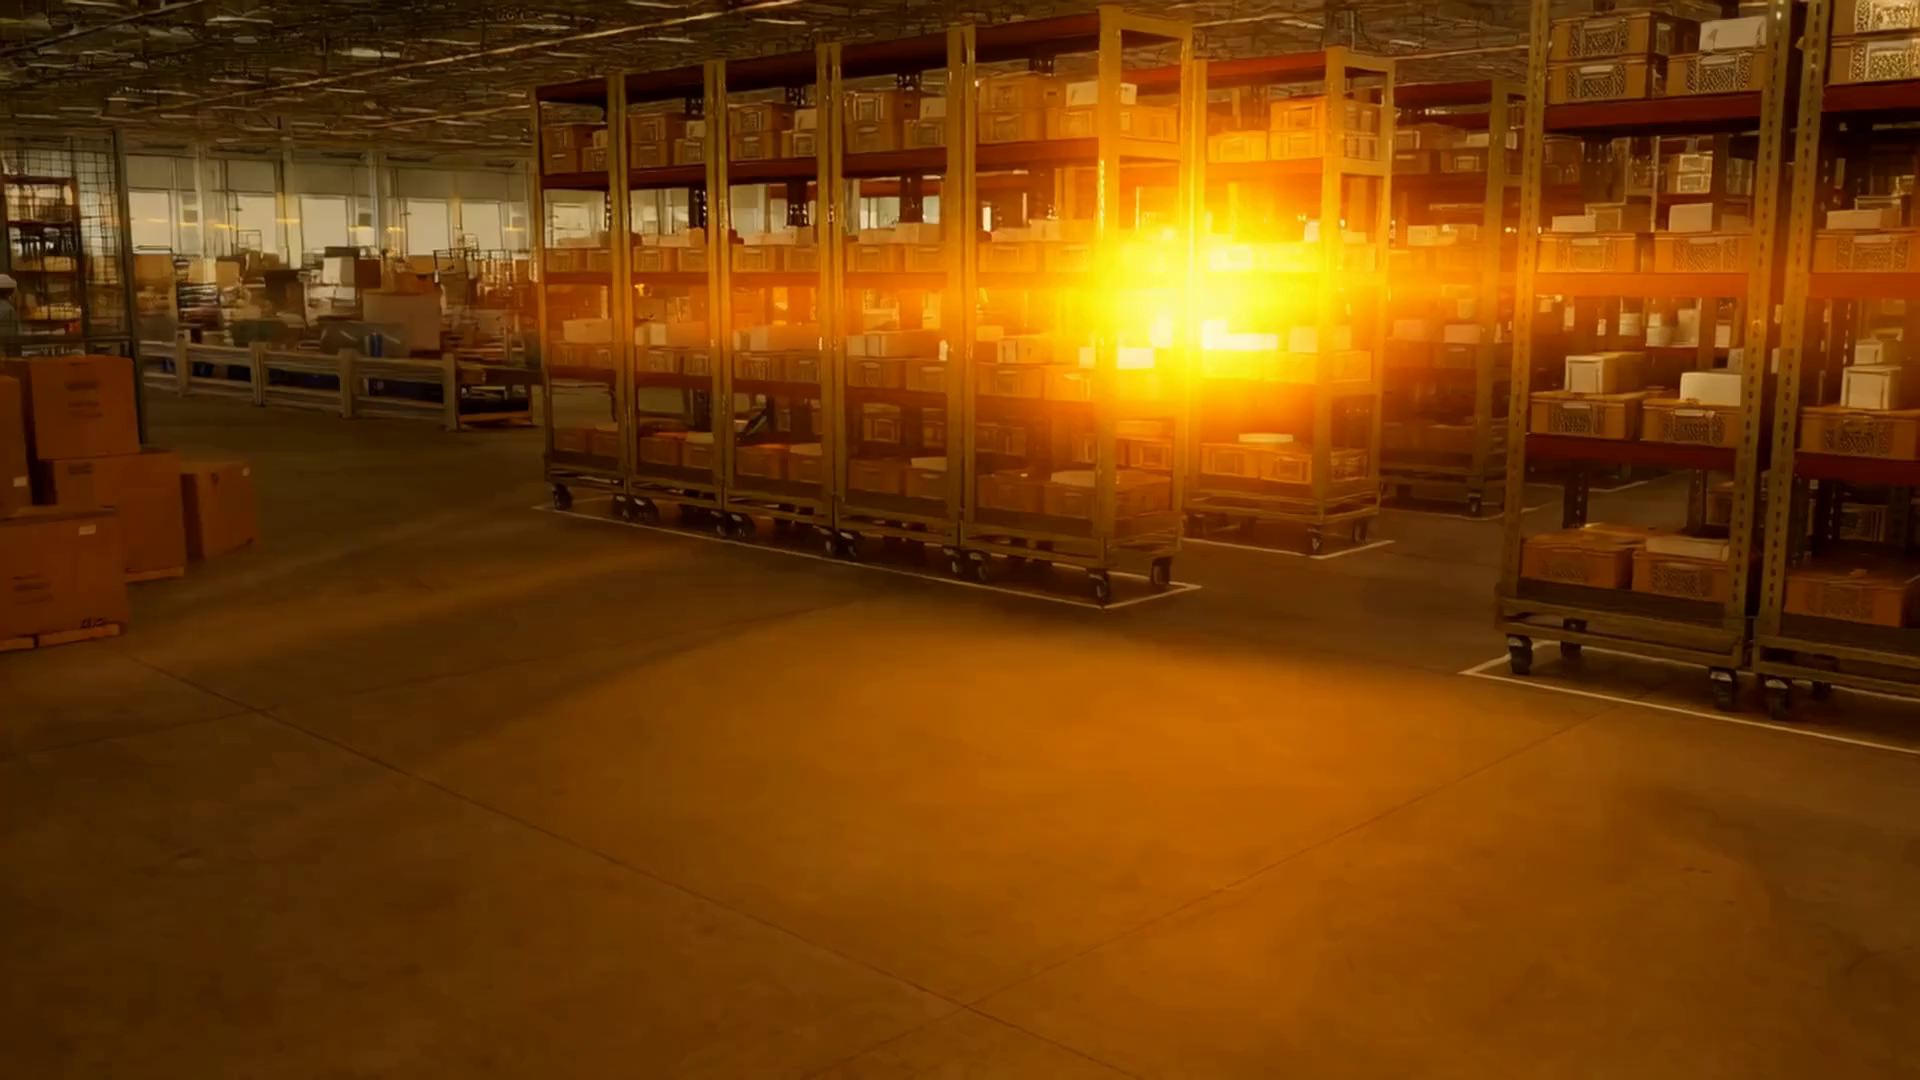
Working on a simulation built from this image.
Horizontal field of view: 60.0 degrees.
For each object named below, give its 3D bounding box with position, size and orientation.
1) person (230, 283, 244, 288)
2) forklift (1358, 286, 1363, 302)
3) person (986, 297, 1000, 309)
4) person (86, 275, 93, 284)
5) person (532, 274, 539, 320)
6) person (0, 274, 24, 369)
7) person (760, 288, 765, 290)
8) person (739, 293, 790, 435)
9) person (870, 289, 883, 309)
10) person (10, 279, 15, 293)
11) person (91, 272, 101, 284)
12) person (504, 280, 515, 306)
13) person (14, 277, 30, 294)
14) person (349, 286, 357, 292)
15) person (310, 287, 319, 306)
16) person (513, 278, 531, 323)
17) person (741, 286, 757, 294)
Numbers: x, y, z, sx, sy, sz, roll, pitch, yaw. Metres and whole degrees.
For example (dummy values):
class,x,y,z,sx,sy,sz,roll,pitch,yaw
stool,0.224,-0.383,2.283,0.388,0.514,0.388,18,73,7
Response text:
class,x,y,z,sx,sy,sz,roll,pitch,yaw
person,-27.201,-9.081,62.675,0.986,1.886,0.563,5,10,27
forklift,11.100,-7.017,46.970,1.873,2.768,1.129,9,13,43
person,1.037,-7.550,54.125,0.503,1.599,0.765,-6,11,-32
person,-38.344,-10.829,73.627,0.941,1.798,0.626,0,9,1
person,-15.835,-8.982,62.105,0.531,1.870,0.316,7,12,37
person,-14.543,-3.047,25.379,1.055,1.981,0.617,-1,9,-4
person,-7.266,-8.904,62.091,0.886,1.699,0.550,-1,9,-9
person,-2.096,-1.847,18.556,0.634,1.812,0.601,-7,12,-37
person,-3.069,-8.767,60.511,0.621,1.969,0.908,-8,12,-41
person,-41.376,-10.710,72.467,0.399,1.943,0.614,-7,12,-37
person,-34.686,-9.773,66.785,0.628,1.928,0.502,8,12,41
person,-15.768,-8.252,58.190,0.537,1.693,0.320,6,11,34
person,-29.921,-7.544,53.125,0.545,1.928,0.399,-8,12,-39
person,-24.843,-9.982,68.091,0.597,1.916,0.371,8,12,40
person,-24.198,-8.982,62.293,0.546,1.815,1.004,5,11,29
person,-15.519,-8.398,58.948,0.533,1.736,0.829,7,11,35
person,-8.630,-10.061,68.197,0.696,2.000,0.581,1,9,4
